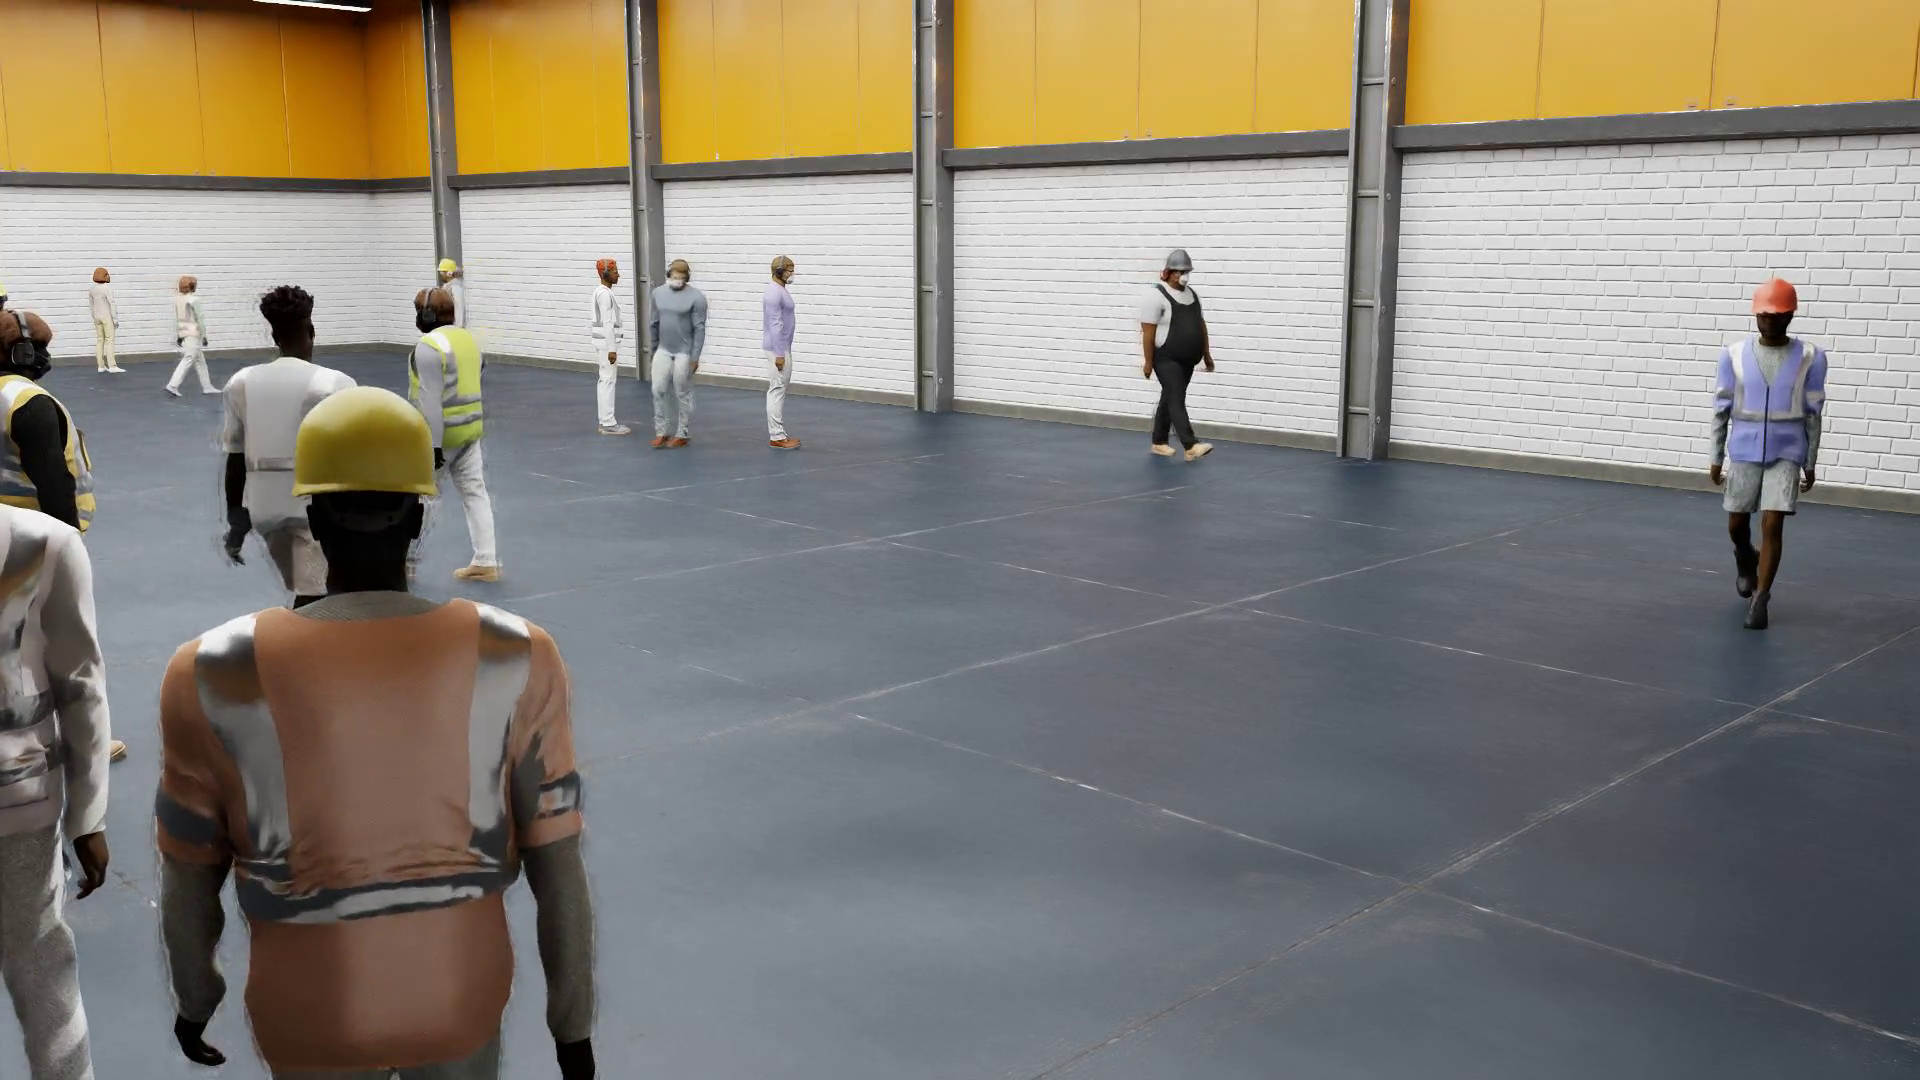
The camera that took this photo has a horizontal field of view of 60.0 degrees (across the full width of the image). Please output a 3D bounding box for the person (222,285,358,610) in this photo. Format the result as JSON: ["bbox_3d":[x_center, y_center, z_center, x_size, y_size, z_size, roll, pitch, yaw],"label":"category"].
[{"bbox_3d":[-2.732,-0.122,7.140,0.675,1.908,0.941,3,11,17],"label":"person"}]

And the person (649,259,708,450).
[{"bbox_3d":[-2.850,-1.826,16.498,0.696,1.898,0.637,4,11,21],"label":"person"}]

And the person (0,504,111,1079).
[{"bbox_3d":[-2.064,0.575,3.435,0.583,1.883,0.338,-2,11,-10],"label":"person"}]

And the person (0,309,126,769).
[{"bbox_3d":[-3.707,0.002,6.684,0.627,1.843,0.429,7,13,34],"label":"person"}]

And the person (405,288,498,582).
[{"bbox_3d":[-3.263,-0.634,10.234,0.887,1.804,0.661,3,11,14],"label":"person"}]

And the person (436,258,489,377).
[{"bbox_3d":[-7.321,-3.195,24.233,0.799,1.804,0.594,-6,12,-28],"label":"person"}]

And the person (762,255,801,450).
[{"bbox_3d":[-1.792,-1.876,16.661,0.373,1.937,0.630,0,10,-2],"label":"person"}]

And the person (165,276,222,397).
[{"bbox_3d":[-10.254,-2.704,22.078,0.525,1.605,0.822,8,13,36],"label":"person"}]

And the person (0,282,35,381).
[{"bbox_3d":[-9.171,-1.632,15.880,0.634,1.736,0.552,8,13,36],"label":"person"}]

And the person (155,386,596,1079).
[{"bbox_3d":[-0.937,0.708,2.684,0.613,1.895,0.768,-5,12,-25],"label":"person"}]

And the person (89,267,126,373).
[{"bbox_3d":[-13.319,-3.423,25.915,0.507,1.634,0.274,4,11,23],"label":"person"}]

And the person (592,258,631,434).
[{"bbox_3d":[-3.776,-2.077,17.899,0.350,1.882,0.583,-3,11,-18],"label":"person"}]

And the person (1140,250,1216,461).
[{"bbox_3d":[2.138,-1.776,15.831,0.686,2.000,0.990,-9,14,-42],"label":"person"}]

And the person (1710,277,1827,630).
[{"bbox_3d":[4.467,-0.496,9.221,0.552,1.917,0.749,6,12,30],"label":"person"}]
